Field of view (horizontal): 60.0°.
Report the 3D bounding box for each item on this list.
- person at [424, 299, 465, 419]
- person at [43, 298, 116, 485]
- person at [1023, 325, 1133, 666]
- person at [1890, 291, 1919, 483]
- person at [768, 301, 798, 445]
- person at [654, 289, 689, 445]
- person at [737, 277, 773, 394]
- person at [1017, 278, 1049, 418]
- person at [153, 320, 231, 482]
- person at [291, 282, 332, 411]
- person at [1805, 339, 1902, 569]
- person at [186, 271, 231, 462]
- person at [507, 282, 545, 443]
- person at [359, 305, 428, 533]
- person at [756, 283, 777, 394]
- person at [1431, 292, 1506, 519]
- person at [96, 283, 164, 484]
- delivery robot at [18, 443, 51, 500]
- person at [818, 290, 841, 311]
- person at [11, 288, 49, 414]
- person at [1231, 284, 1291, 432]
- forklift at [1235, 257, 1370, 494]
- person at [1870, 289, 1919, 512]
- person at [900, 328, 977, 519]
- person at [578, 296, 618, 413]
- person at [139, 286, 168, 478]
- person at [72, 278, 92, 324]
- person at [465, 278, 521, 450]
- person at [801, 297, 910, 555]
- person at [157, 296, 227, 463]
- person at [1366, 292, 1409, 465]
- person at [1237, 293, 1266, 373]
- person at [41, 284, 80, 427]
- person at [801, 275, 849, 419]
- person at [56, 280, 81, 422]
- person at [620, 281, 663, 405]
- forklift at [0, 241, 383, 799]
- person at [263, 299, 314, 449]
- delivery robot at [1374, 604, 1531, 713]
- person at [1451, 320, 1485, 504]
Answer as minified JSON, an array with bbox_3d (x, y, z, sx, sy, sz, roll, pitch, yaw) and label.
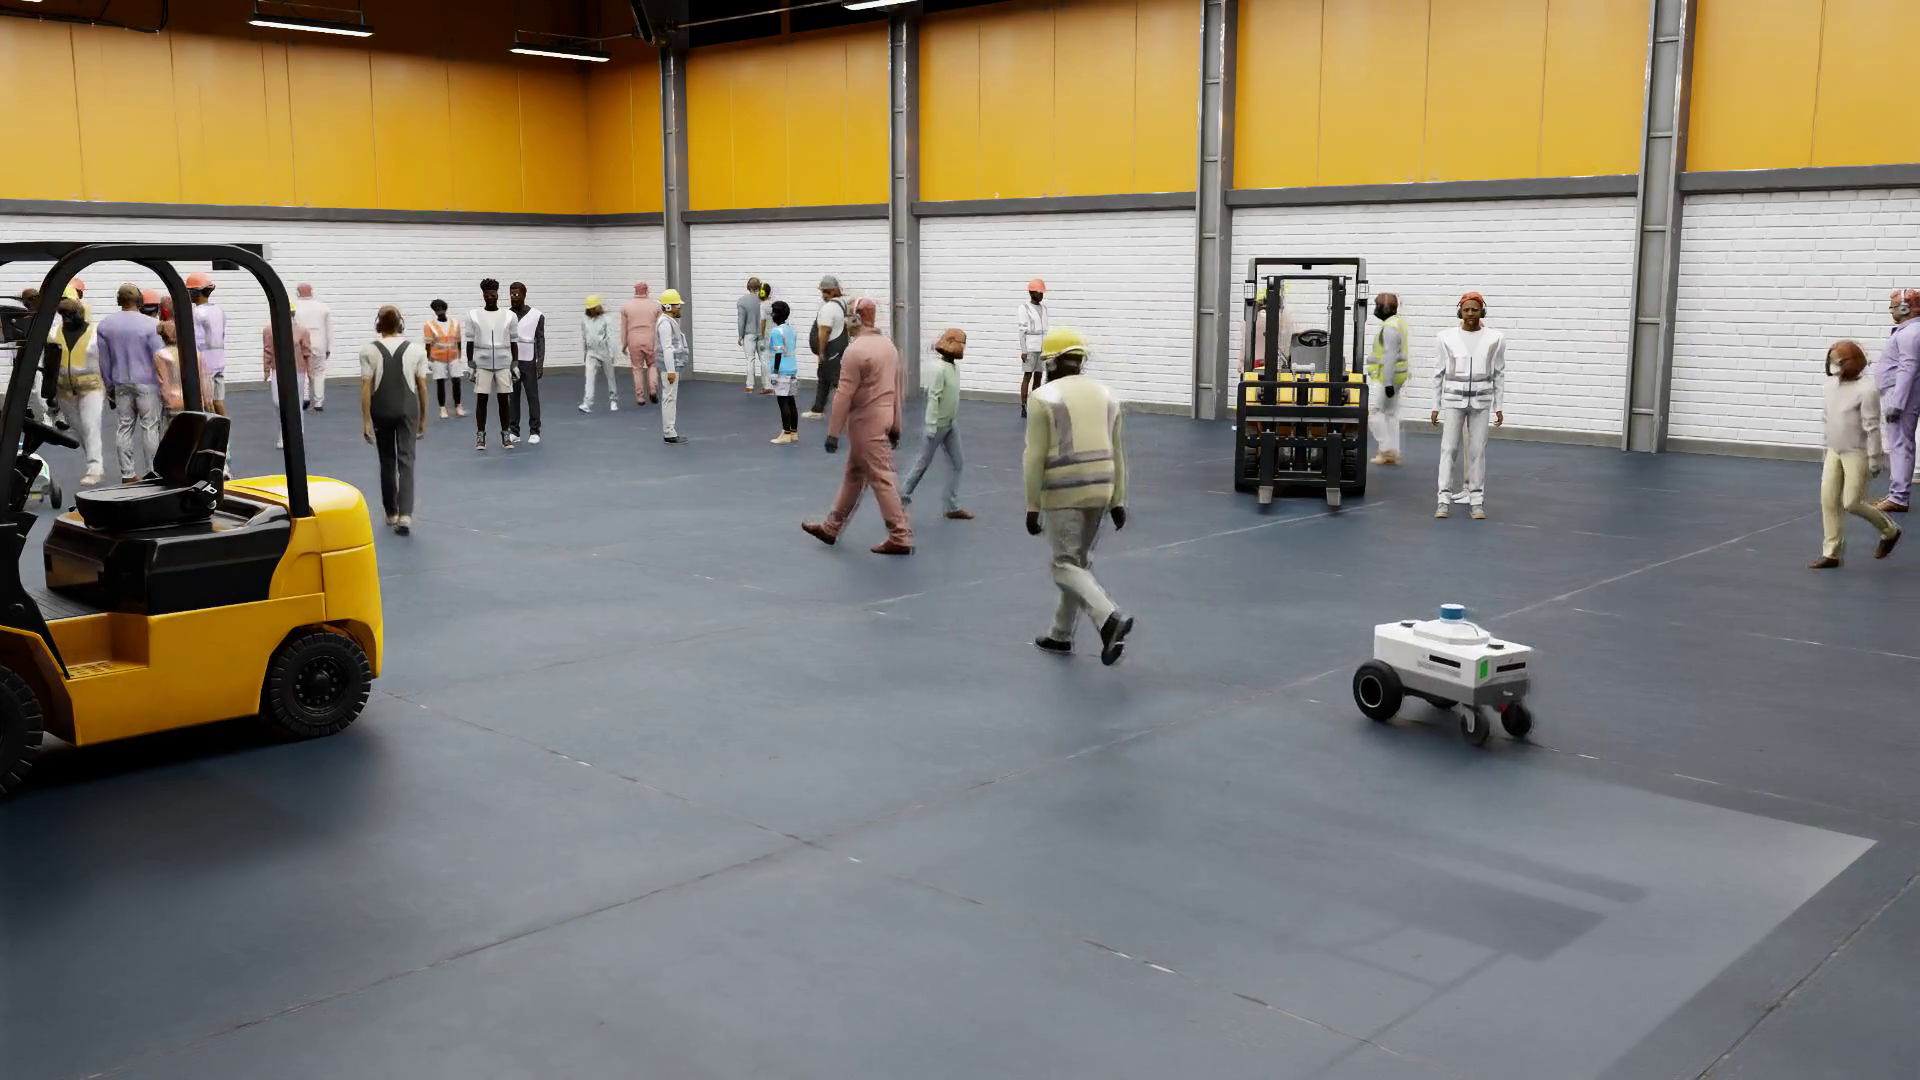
[{"bbox_3d":[-7.106,-2.484,22.871,0.548,1.660,0.454,-6,11,-32],"label":"person"},{"bbox_3d":[-8.575,-1.464,16.262,0.616,1.808,0.913,-1,9,-6],"label":"person"},{"bbox_3d":[0.646,-0.218,8.656,0.609,1.788,0.818,-6,11,-34],"label":"person"},{"bbox_3d":[9.355,-1.495,16.159,0.572,1.885,0.358,-4,10,-24],"label":"person"},{"bbox_3d":[-2.094,-1.974,19.664,0.318,1.695,0.539,3,10,16],"label":"person"},{"bbox_3d":[-3.404,-2.041,19.661,0.404,1.833,0.593,-2,9,-9],"label":"person"},{"bbox_3d":[-3.408,-3.399,27.666,0.631,1.940,0.372,-5,10,-27],"label":"person"},{"bbox_3d":[1.051,-2.666,23.171,0.545,1.940,0.352,-9,13,-44],"label":"person"},{"bbox_3d":[-7.158,-1.245,15.493,0.677,1.602,0.534,5,10,27],"label":"person"},{"bbox_3d":[-9.486,-2.810,24.263,0.653,1.879,0.463,-5,11,-28],"label":"person"},{"bbox_3d":[6.185,-0.581,11.431,0.572,1.608,0.506,-2,9,-12],"label":"person"},{"bbox_3d":[-8.015,-1.818,17.654,0.376,2.044,0.607,0,9,2],"label":"person"},{"bbox_3d":[-5.218,-2.105,19.796,0.593,1.919,0.392,1,9,9],"label":"person"},{"bbox_3d":[-4.466,-0.958,13.180,0.507,1.798,0.908,-3,10,-19],"label":"person"},{"bbox_3d":[-3.078,-3.290,27.290,0.573,1.846,0.552,2,10,13],"label":"person"},{"bbox_3d":[4.210,-1.111,13.804,0.587,1.882,0.341,2,9,12],"label":"person"},{"bbox_3d":[-7.810,-1.459,15.773,0.637,1.937,0.357,1,9,4],"label":"person"},{"bbox_3d":[-8.108,-0.596,14.401,0.477,0.478,0.707,-6,12,-33],"label":"delivery robot"},{"bbox_3d":[-2.057,-3.242,26.934,0.508,1.865,0.329,-3,10,-17],"label":"person"},{"bbox_3d":[-13.154,-2.653,23.501,0.841,1.812,0.632,2,9,11],"label":"person"},{"bbox_3d":[3.784,-2.228,20.608,0.893,1.887,0.596,3,10,17],"label":"person"},{"bbox_3d":[3.309,-1.629,16.029,1.214,2.155,2.313,2,9,11],"label":"forklift"},{"bbox_3d":[8.030,-1.188,14.228,0.407,1.902,0.639,6,11,35],"label":"person"},{"bbox_3d":[-0.232,-0.944,13.670,0.632,1.597,0.559,4,10,23],"label":"person"},{"bbox_3d":[-5.234,-2.685,24.081,0.545,1.679,0.930,2,9,12],"label":"person"},{"bbox_3d":[-7.725,-1.474,15.960,0.544,1.913,0.864,-3,10,-15],"label":"person"},{"bbox_3d":[-13.423,-3.010,25.332,0.544,1.932,0.375,2,9,13],"label":"person"},{"bbox_3d":[-5.365,-2.017,19.102,0.602,1.967,0.370,-3,10,-20],"label":"person"},{"bbox_3d":[-0.770,-0.830,12.143,0.976,1.852,0.676,4,10,21],"label":"person"},{"bbox_3d":[-7.593,-1.472,16.250,0.833,1.819,0.565,1,9,6],"label":"person"},{"bbox_3d":[4.474,-1.680,17.490,0.451,1.828,0.634,4,10,23],"label":"person"},{"bbox_3d":[3.816,-2.306,21.503,0.524,1.766,0.323,-5,10,-27],"label":"person"},{"bbox_3d":[-11.401,-2.296,21.054,0.819,1.896,0.590,2,10,14],"label":"person"},{"bbox_3d":[-1.709,-2.655,22.792,0.973,2.000,0.688,2,9,12],"label":"person"},{"bbox_3d":[-12.042,-2.548,22.440,0.410,1.946,0.716,-2,10,-14],"label":"person"},{"bbox_3d":[-4.836,-2.996,25.336,0.659,1.889,0.447,-2,9,-10],"label":"person"},{"bbox_3d":[-3.706,-0.171,7.093,1.214,2.155,2.313,9,13,43],"label":"forklift"},{"bbox_3d":[-7.744,-1.922,19.183,0.550,1.742,0.613,-3,10,-18],"label":"person"},{"bbox_3d":[2.212,0.533,7.504,0.477,0.478,0.707,-6,11,-30],"label":"delivery robot"},{"bbox_3d":[4.512,-1.131,14.682,0.311,1.636,0.523,2,9,11],"label":"person"}]
